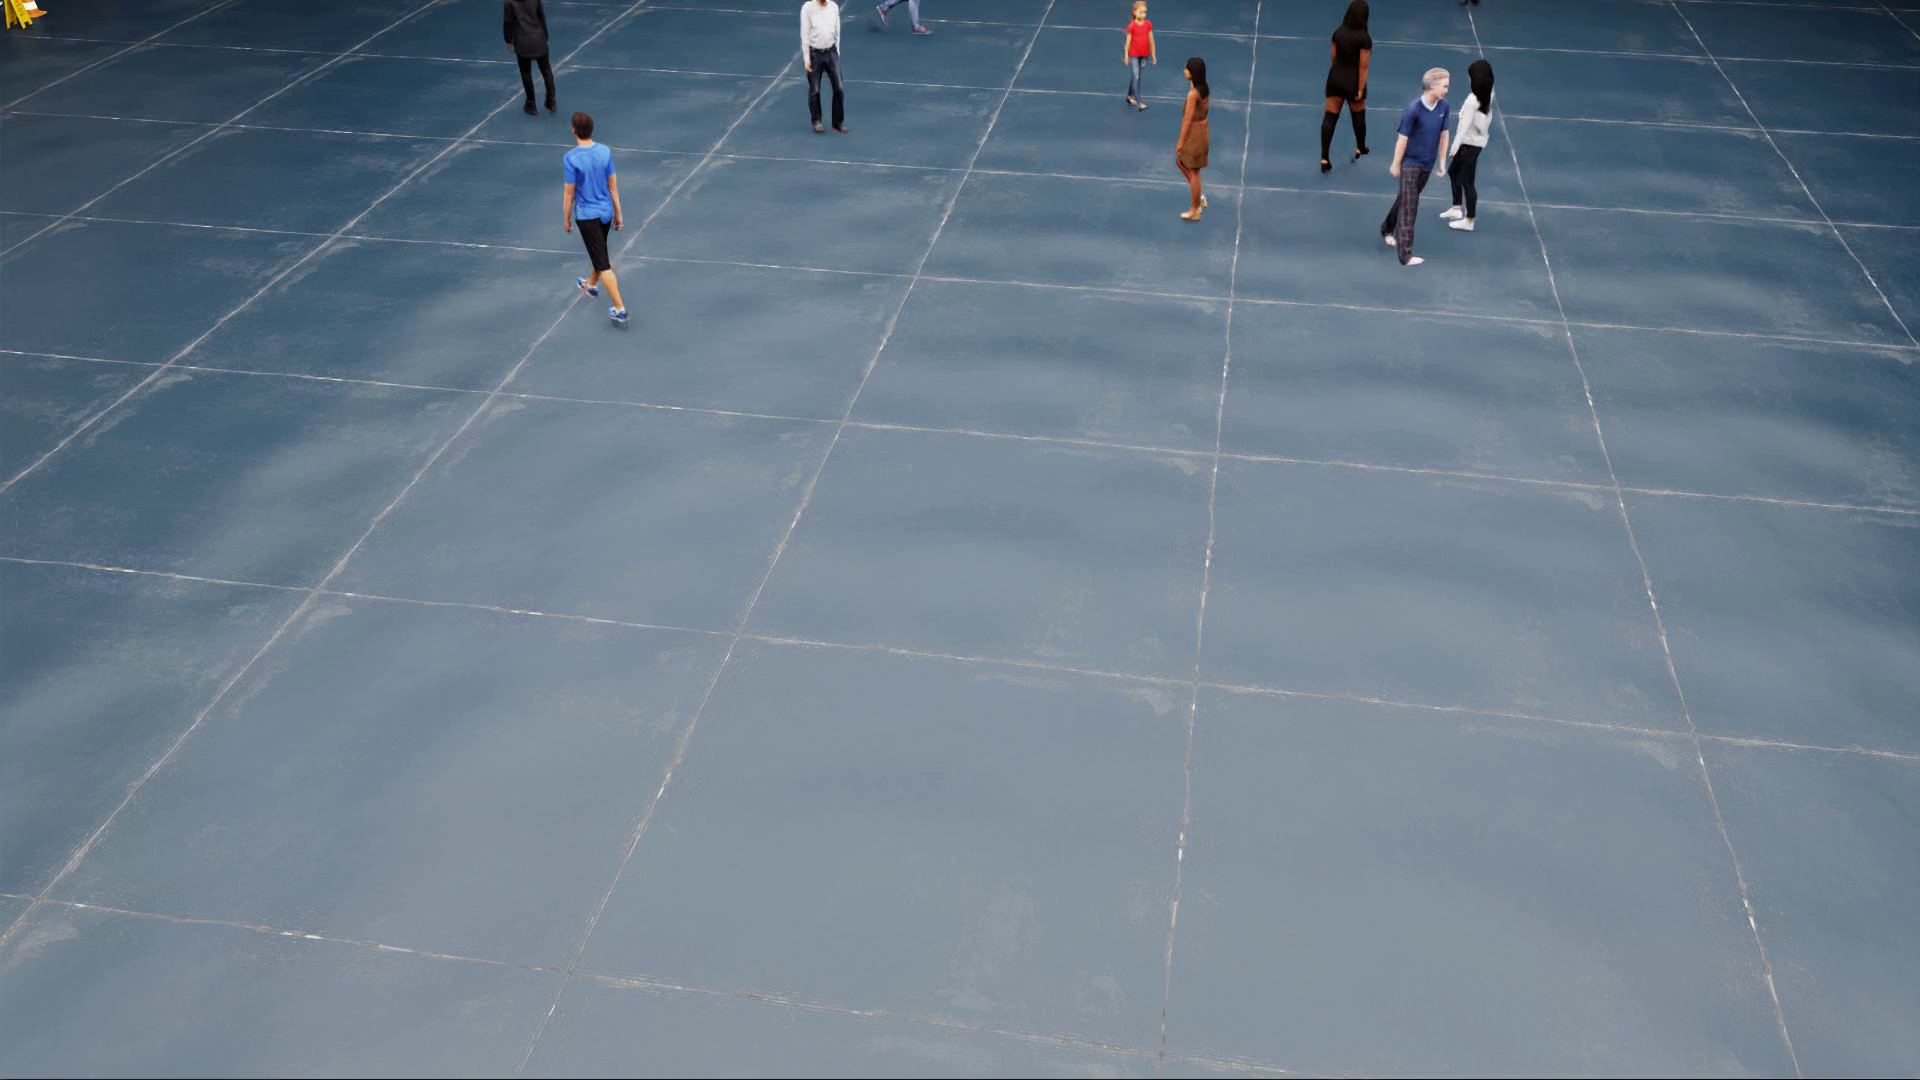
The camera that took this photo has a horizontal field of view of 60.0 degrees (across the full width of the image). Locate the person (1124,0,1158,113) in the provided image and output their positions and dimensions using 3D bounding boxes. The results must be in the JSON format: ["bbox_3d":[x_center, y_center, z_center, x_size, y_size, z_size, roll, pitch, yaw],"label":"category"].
[{"bbox_3d":[2.114,-5.830,19.982,0.862,1.280,0.827,-13,35,-20],"label":"person"}]

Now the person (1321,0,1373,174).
[{"bbox_3d":[4.109,-4.846,17.920,1.096,1.818,1.029,22,38,31],"label":"person"}]

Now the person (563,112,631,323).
[{"bbox_3d":[-3.178,-2.794,14.666,1.134,1.817,1.264,-24,39,-33],"label":"person"}]

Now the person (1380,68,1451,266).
[{"bbox_3d":[4.339,-3.607,15.968,1.226,1.803,1.199,-11,34,-17],"label":"person"}]

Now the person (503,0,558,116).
[{"bbox_3d":[-5.072,-5.892,19.622,0.767,1.770,0.845,-15,35,-22],"label":"person"}]

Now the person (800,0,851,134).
[{"bbox_3d":[-1.636,-5.597,19.128,0.920,1.797,0.960,-13,35,-20],"label":"person"}]

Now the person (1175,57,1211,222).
[{"bbox_3d":[2.435,-3.997,16.705,0.594,1.677,0.567,9,33,14],"label":"person"}]

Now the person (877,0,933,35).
[{"bbox_3d":[-0.788,-7.816,22.618,1.025,1.828,0.662,7,33,10],"label":"person"}]

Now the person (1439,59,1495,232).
[{"bbox_3d":[5.178,-3.907,16.554,0.761,1.685,0.753,16,36,23],"label":"person"}]

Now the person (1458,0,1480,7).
[{"bbox_3d":[7.476,-8.399,24.057,0.534,1.278,0.624,-5,33,-9],"label":"person"}]
